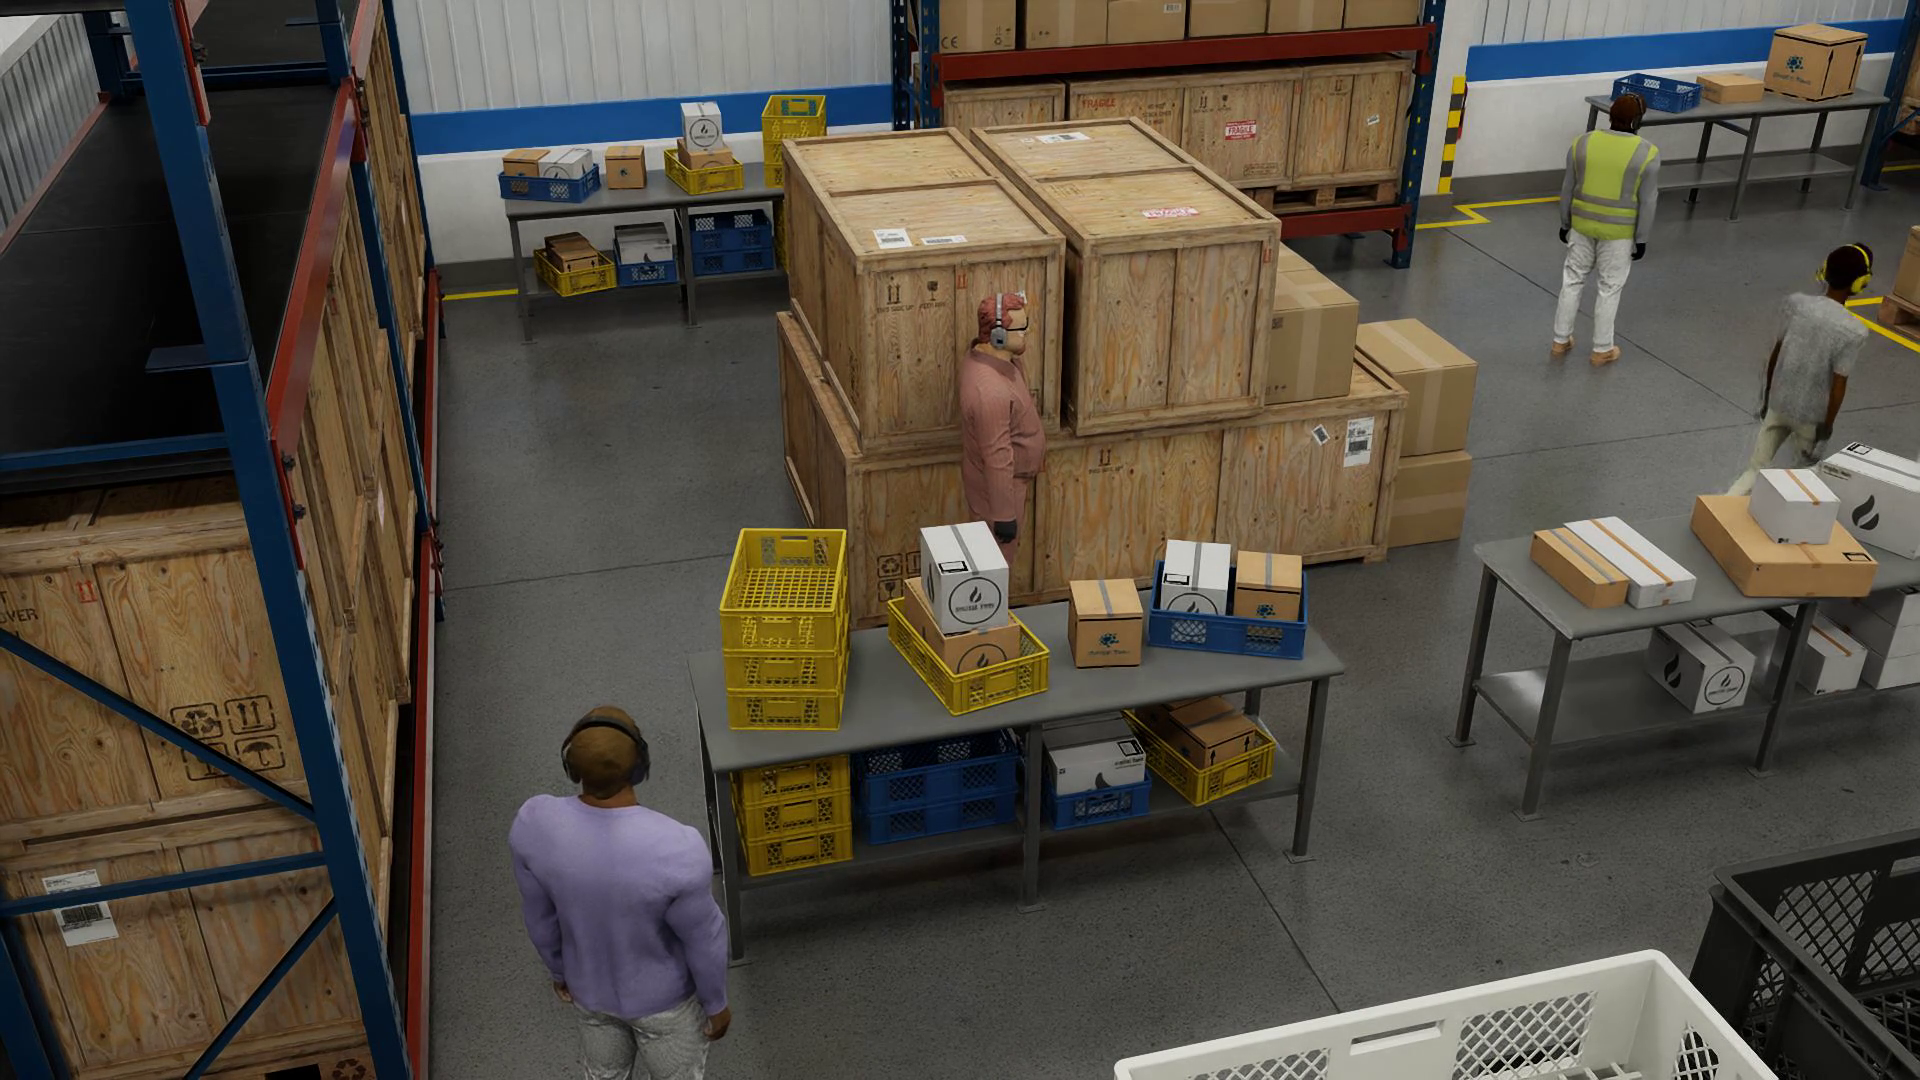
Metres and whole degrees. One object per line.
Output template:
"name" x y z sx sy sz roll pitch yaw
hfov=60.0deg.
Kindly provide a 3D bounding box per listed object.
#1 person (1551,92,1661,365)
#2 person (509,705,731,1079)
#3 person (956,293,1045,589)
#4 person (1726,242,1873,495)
"person" 4.381 -2.112 11.306 0.630 1.842 0.429 23 36 35
"person" -0.972 1.320 4.976 0.629 1.940 0.372 8 30 14
"person" 0.194 -0.257 7.872 0.410 1.909 0.643 -3 29 -5
"person" 4.316 -0.648 8.657 0.835 1.841 0.512 -19 34 -30
